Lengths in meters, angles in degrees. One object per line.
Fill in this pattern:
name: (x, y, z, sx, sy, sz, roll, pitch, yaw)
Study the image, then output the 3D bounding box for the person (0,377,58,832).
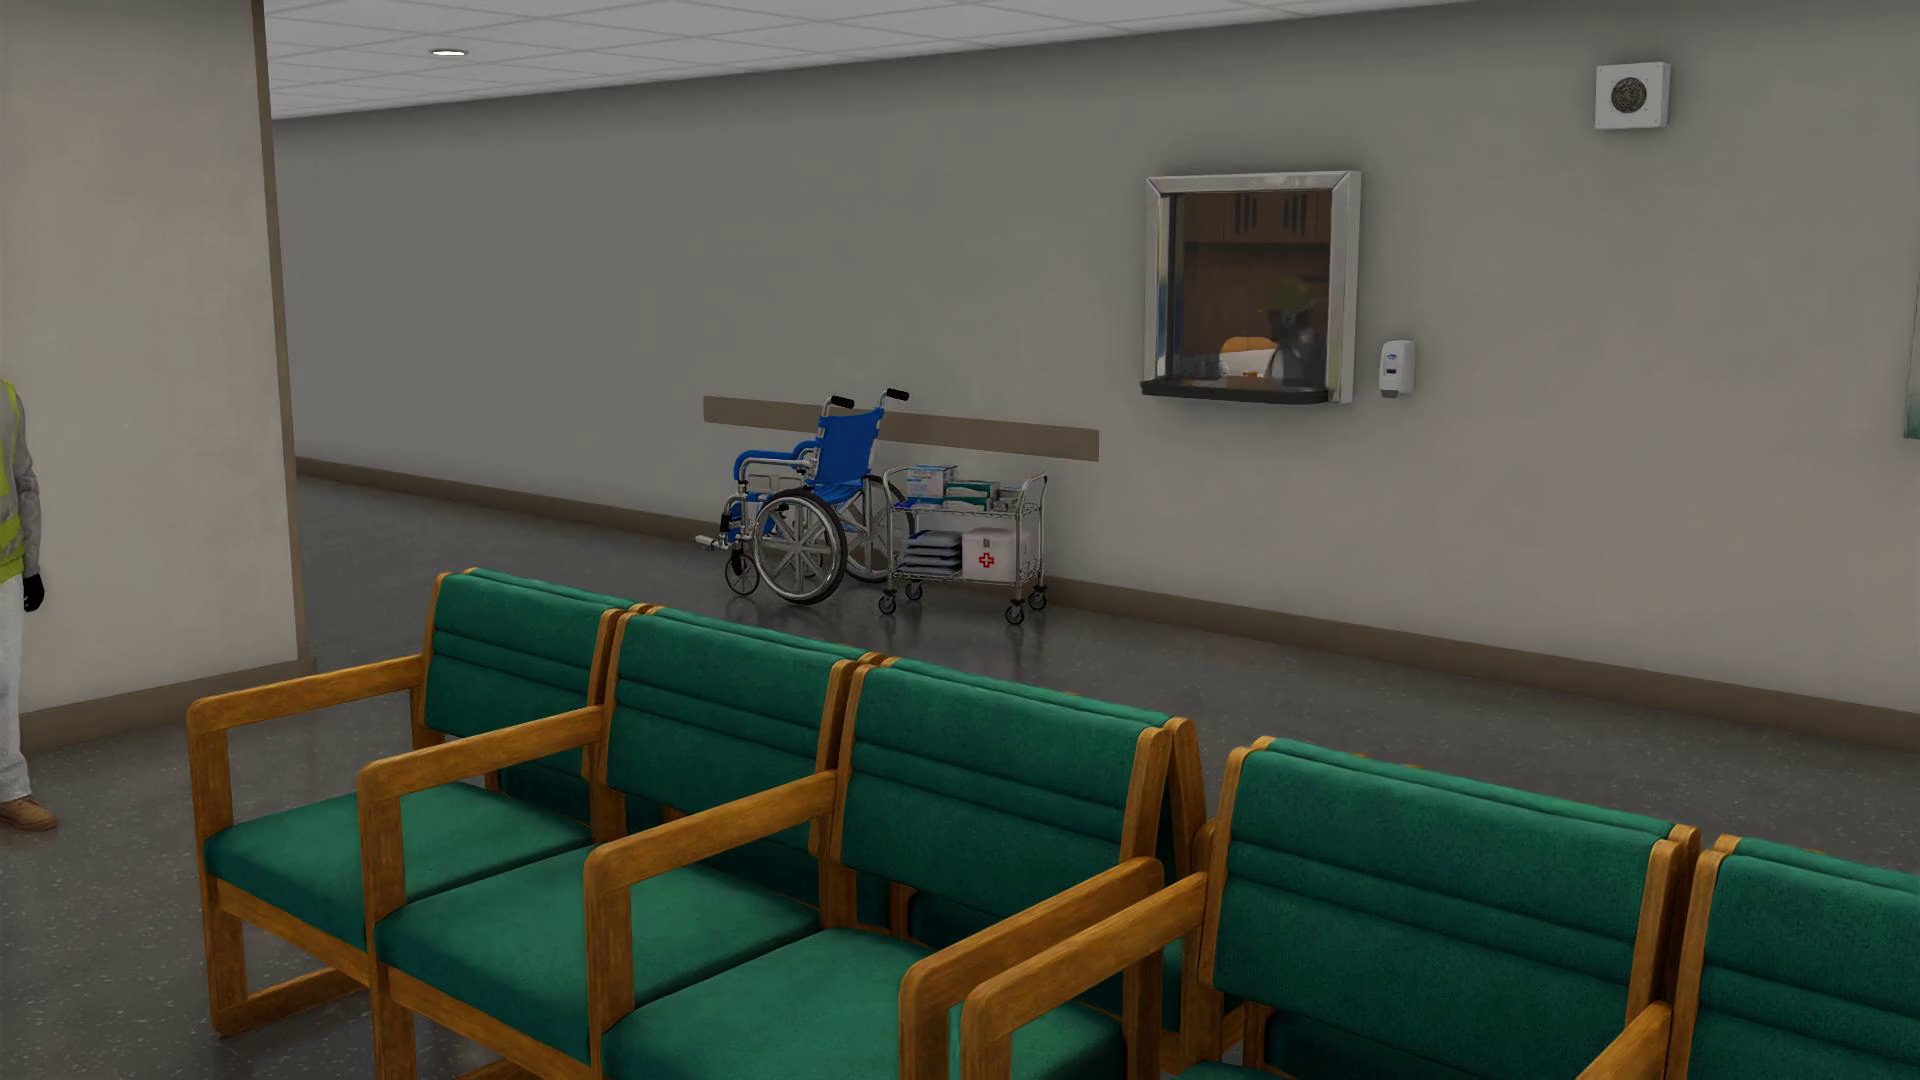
person: (-3.278, 0.113, 5.386, 0.431, 1.835, 0.621, 6, 12, 32)
